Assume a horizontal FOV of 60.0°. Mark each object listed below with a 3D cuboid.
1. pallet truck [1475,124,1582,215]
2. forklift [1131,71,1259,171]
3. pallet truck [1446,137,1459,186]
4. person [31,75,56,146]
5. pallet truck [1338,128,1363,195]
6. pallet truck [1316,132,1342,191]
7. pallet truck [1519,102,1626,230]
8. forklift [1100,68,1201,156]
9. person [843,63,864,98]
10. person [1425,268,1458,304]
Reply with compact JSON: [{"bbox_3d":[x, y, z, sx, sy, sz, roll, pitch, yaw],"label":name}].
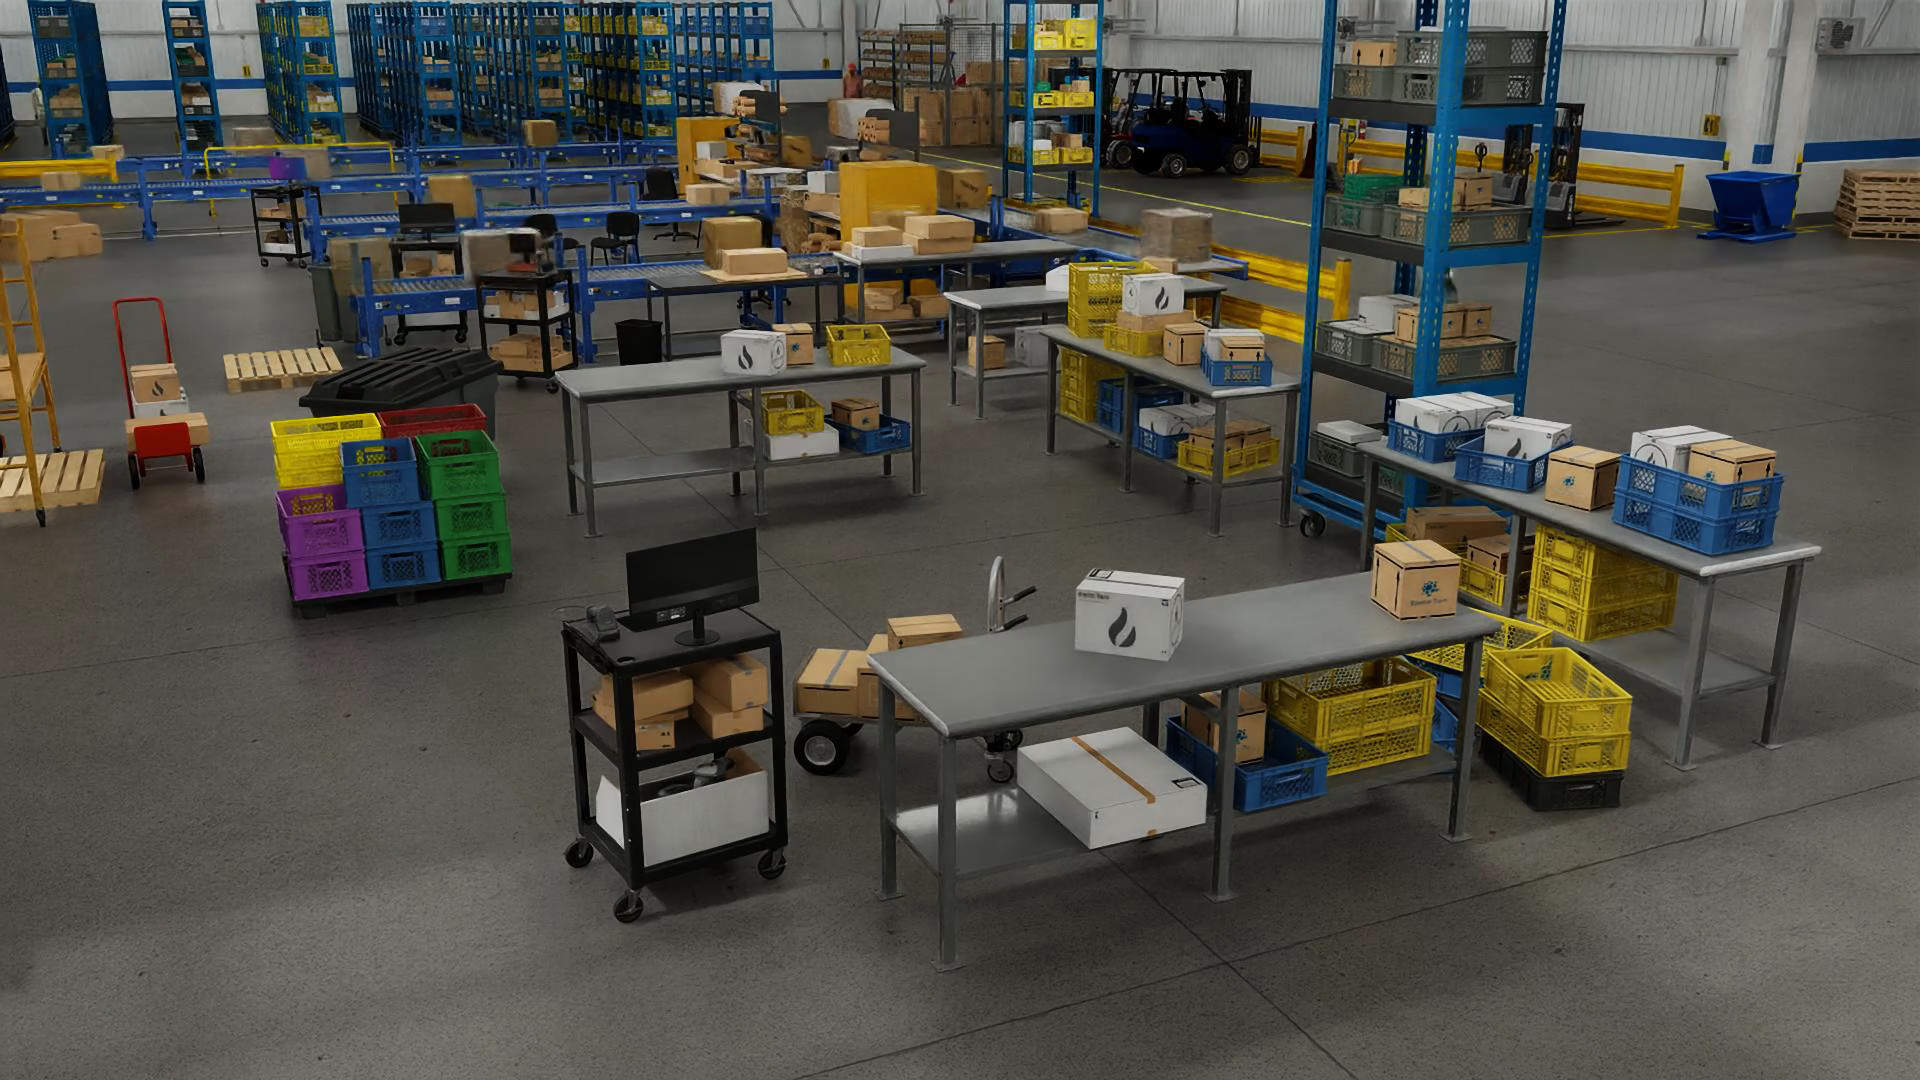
[{"bbox_3d":[9.707,-6.455,28.103,1.885,1.965,0.823,-7,19,-20],"label":"pallet truck"},{"bbox_3d":[4.998,-8.936,35.413,2.680,1.987,1.157,-9,20,-25],"label":"forklift"},{"bbox_3d":[9.184,-6.485,29.328,1.630,1.274,0.653,-8,19,-23],"label":"pallet truck"},{"bbox_3d":[-23.545,-11.043,42.855,0.599,1.811,0.580,-11,21,-30],"label":"person"},{"bbox_3d":[7.845,-7.140,31.411,1.522,1.261,0.704,-9,20,-25],"label":"pallet truck"},{"bbox_3d":[7.723,-7.504,32.656,1.601,1.201,0.680,-8,19,-23],"label":"pallet truck"},{"bbox_3d":[9.972,-6.037,26.785,1.885,1.965,0.823,-9,20,-25],"label":"pallet truck"},{"bbox_3d":[4.082,-9.564,37.410,2.680,1.987,1.157,-8,19,-23],"label":"forklift"},{"bbox_3d":[-3.081,-12.767,48.023,0.622,1.973,0.582,1,18,3],"label":"person"},{"bbox_3d":[4.416,-2.375,15.532,0.918,1.836,0.521,6,18,17],"label":"person"}]
